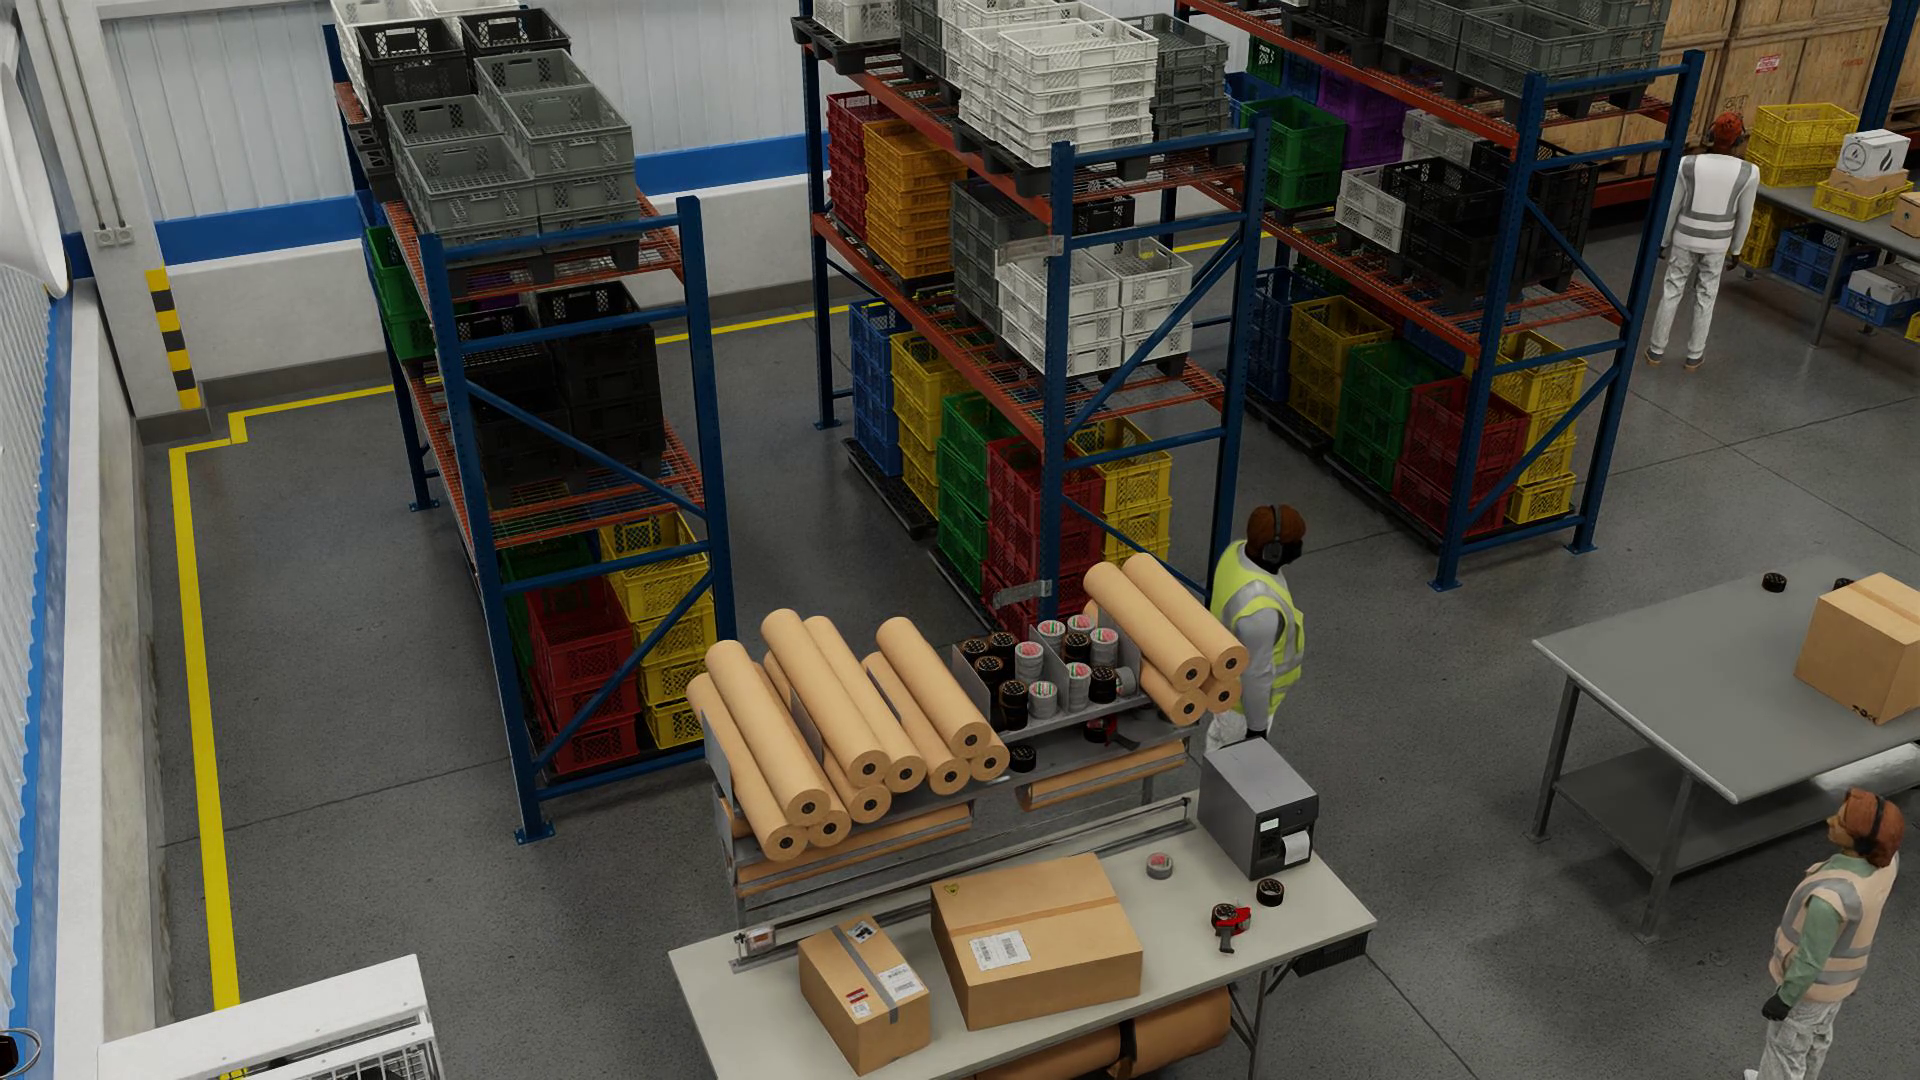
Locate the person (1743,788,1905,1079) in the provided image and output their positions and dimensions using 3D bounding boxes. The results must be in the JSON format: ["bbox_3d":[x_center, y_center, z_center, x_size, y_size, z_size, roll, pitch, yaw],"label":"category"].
[{"bbox_3d":[3.121,1.577,6.080,0.522,1.645,0.305,-25,40,-35],"label":"person"}]

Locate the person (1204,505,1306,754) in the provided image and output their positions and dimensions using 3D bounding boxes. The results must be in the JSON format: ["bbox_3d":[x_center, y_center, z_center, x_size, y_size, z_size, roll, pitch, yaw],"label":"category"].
[{"bbox_3d":[1.294,0.647,7.420,0.430,1.836,0.629,0,32,0],"label":"person"}]

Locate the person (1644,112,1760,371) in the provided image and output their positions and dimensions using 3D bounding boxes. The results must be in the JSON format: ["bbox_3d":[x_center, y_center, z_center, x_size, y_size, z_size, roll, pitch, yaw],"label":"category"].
[{"bbox_3d":[5.278,-2.114,11.853,0.576,1.882,0.355,13,34,20],"label":"person"}]
